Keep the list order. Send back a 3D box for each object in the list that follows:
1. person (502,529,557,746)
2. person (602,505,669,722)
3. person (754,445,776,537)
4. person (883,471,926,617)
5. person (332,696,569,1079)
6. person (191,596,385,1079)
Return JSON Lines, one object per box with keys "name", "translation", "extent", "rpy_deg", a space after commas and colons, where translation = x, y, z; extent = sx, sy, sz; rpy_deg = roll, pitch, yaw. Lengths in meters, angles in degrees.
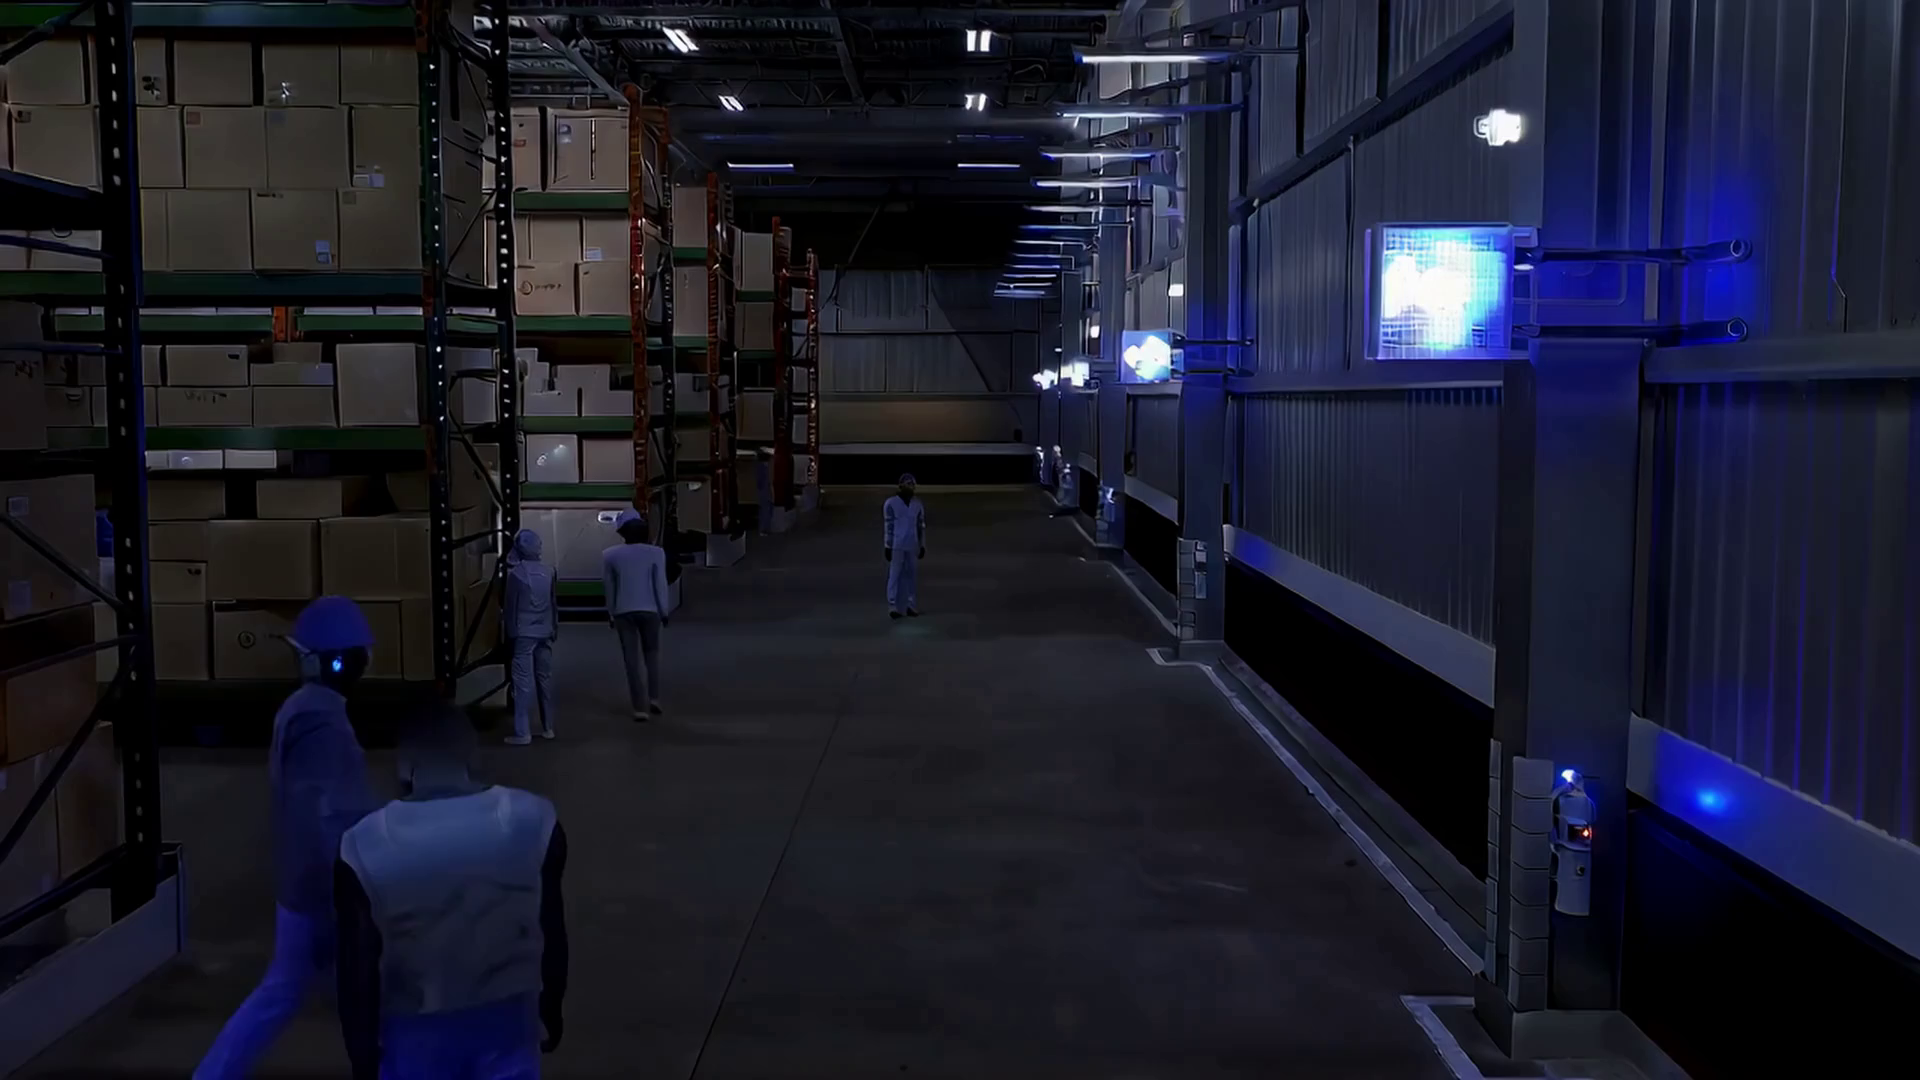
{"name": "person", "translation": [-3.244, 0.732, 12.588], "extent": [0.318, 1.631, 0.524], "rpy_deg": [3, 6, 30]}
{"name": "person", "translation": [-2.646, 0.591, 13.539], "extent": [0.519, 1.742, 0.527], "rpy_deg": [-2, 5, -20]}
{"name": "person", "translation": [-3.626, -0.907, 31.050], "extent": [0.495, 1.724, 0.504], "rpy_deg": [0, 5, -1]}
{"name": "person", "translation": [-0.645, 0.053, 19.846], "extent": [0.563, 1.743, 0.349], "rpy_deg": [-3, 6, -31]}
{"name": "person", "translation": [-1.358, 1.334, 4.512], "extent": [0.624, 1.820, 0.817], "rpy_deg": [-2, 5, -21]}
{"name": "person", "translation": [-2.263, 1.165, 5.736], "extent": [1.002, 1.956, 0.635], "rpy_deg": [-3, 6, -35]}
